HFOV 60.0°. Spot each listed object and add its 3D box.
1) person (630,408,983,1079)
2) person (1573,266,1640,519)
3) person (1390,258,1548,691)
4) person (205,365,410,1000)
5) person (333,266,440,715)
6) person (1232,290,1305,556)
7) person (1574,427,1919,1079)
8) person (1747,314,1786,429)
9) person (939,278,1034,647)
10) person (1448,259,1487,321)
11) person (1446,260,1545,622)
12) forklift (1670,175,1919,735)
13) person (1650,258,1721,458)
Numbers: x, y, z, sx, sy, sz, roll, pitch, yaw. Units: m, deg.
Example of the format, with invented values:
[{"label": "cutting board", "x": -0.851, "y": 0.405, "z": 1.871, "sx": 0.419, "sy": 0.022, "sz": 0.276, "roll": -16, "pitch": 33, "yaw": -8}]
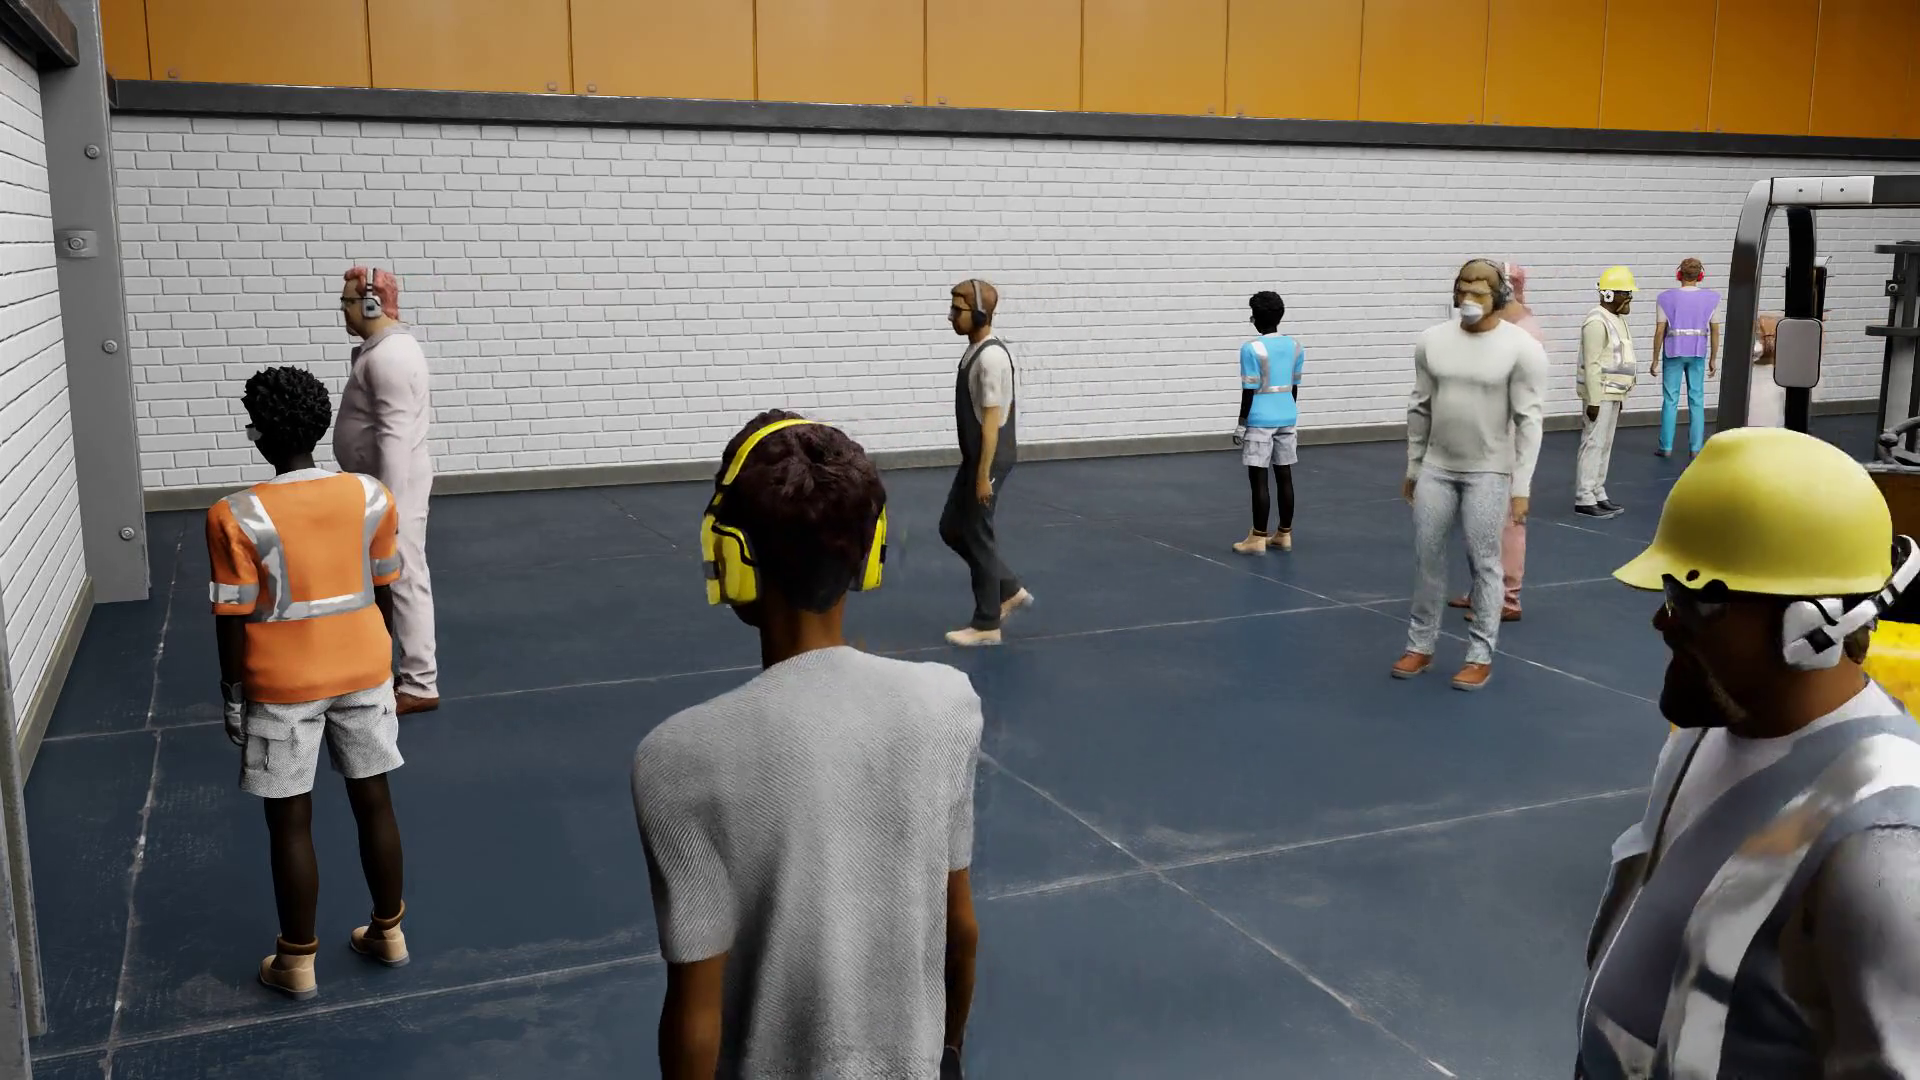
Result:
[{"label": "person", "x": -0.179, "y": 0.746, "z": 2.111, "sx": 0.556, "sy": 1.847, "sz": 0.847, "roll": -7, "pitch": 13, "yaw": -34}, {"label": "person", "x": 4.696, "y": -1.068, "z": 12.097, "sx": 0.403, "sy": 1.825, "sz": 0.592, "roll": 7, "pitch": 13, "yaw": 35}, {"label": "person", "x": 2.296, "y": -0.294, "z": 7.517, "sx": 0.647, "sy": 1.936, "sz": 0.405, "roll": 10, "pitch": 14, "yaw": 43}, {"label": "person", "x": -1.735, "y": 0.382, "z": 4.468, "sx": 0.320, "sy": 1.694, "sz": 0.532, "roll": 9, "pitch": 14, "yaw": 41}, {"label": "person", "x": -2.452, "y": -0.205, "z": 7.109, "sx": 0.402, "sy": 1.905, "sz": 0.651, "roll": -3, "pitch": 11, "yaw": -15}, {"label": "person", "x": 1.970, "y": -0.746, "z": 10.670, "sx": 0.531, "sy": 1.693, "sz": 0.320, "roll": -8, "pitch": 13, "yaw": -36}, {"label": "person", "x": 0.922, "y": 0.768, "z": 2.011, "sx": 0.482, "sy": 1.813, "sz": 0.600, "roll": 2, "pitch": 11, "yaw": 13}, {"label": "person", "x": 4.604, "y": -0.485, "z": 9.475, "sx": 0.769, "sy": 1.602, "sz": 0.507, "roll": -5, "pitch": 11, "yaw": -26}, {"label": "person", "x": 0.088, "y": -0.372, "z": 8.226, "sx": 0.413, "sy": 1.828, "sz": 0.545, "roll": -1, "pitch": 10, "yaw": -6}, {"label": "person", "x": 4.392, "y": -1.519, "z": 14.531, "sx": 0.513, "sy": 1.850, "sz": 0.575, "roll": -6, "pitch": 12, "yaw": -31}, {"label": "person", "x": 2.835, "y": -0.519, "z": 8.832, "sx": 0.403, "sy": 1.906, "sz": 0.651, "roll": 0, "pitch": 10, "yaw": 3}, {"label": "forklift", "x": 2.810, "y": 0.094, "z": 4.662, "sx": 1.214, "sy": 2.155, "sz": 2.313, "roll": 7, "pitch": 12, "yaw": 34}, {"label": "person", "x": 6.679, "y": -1.668, "z": 15.340, "sx": 0.583, "sy": 1.844, "sz": 0.387, "roll": 2, "pitch": 10, "yaw": 11}]
